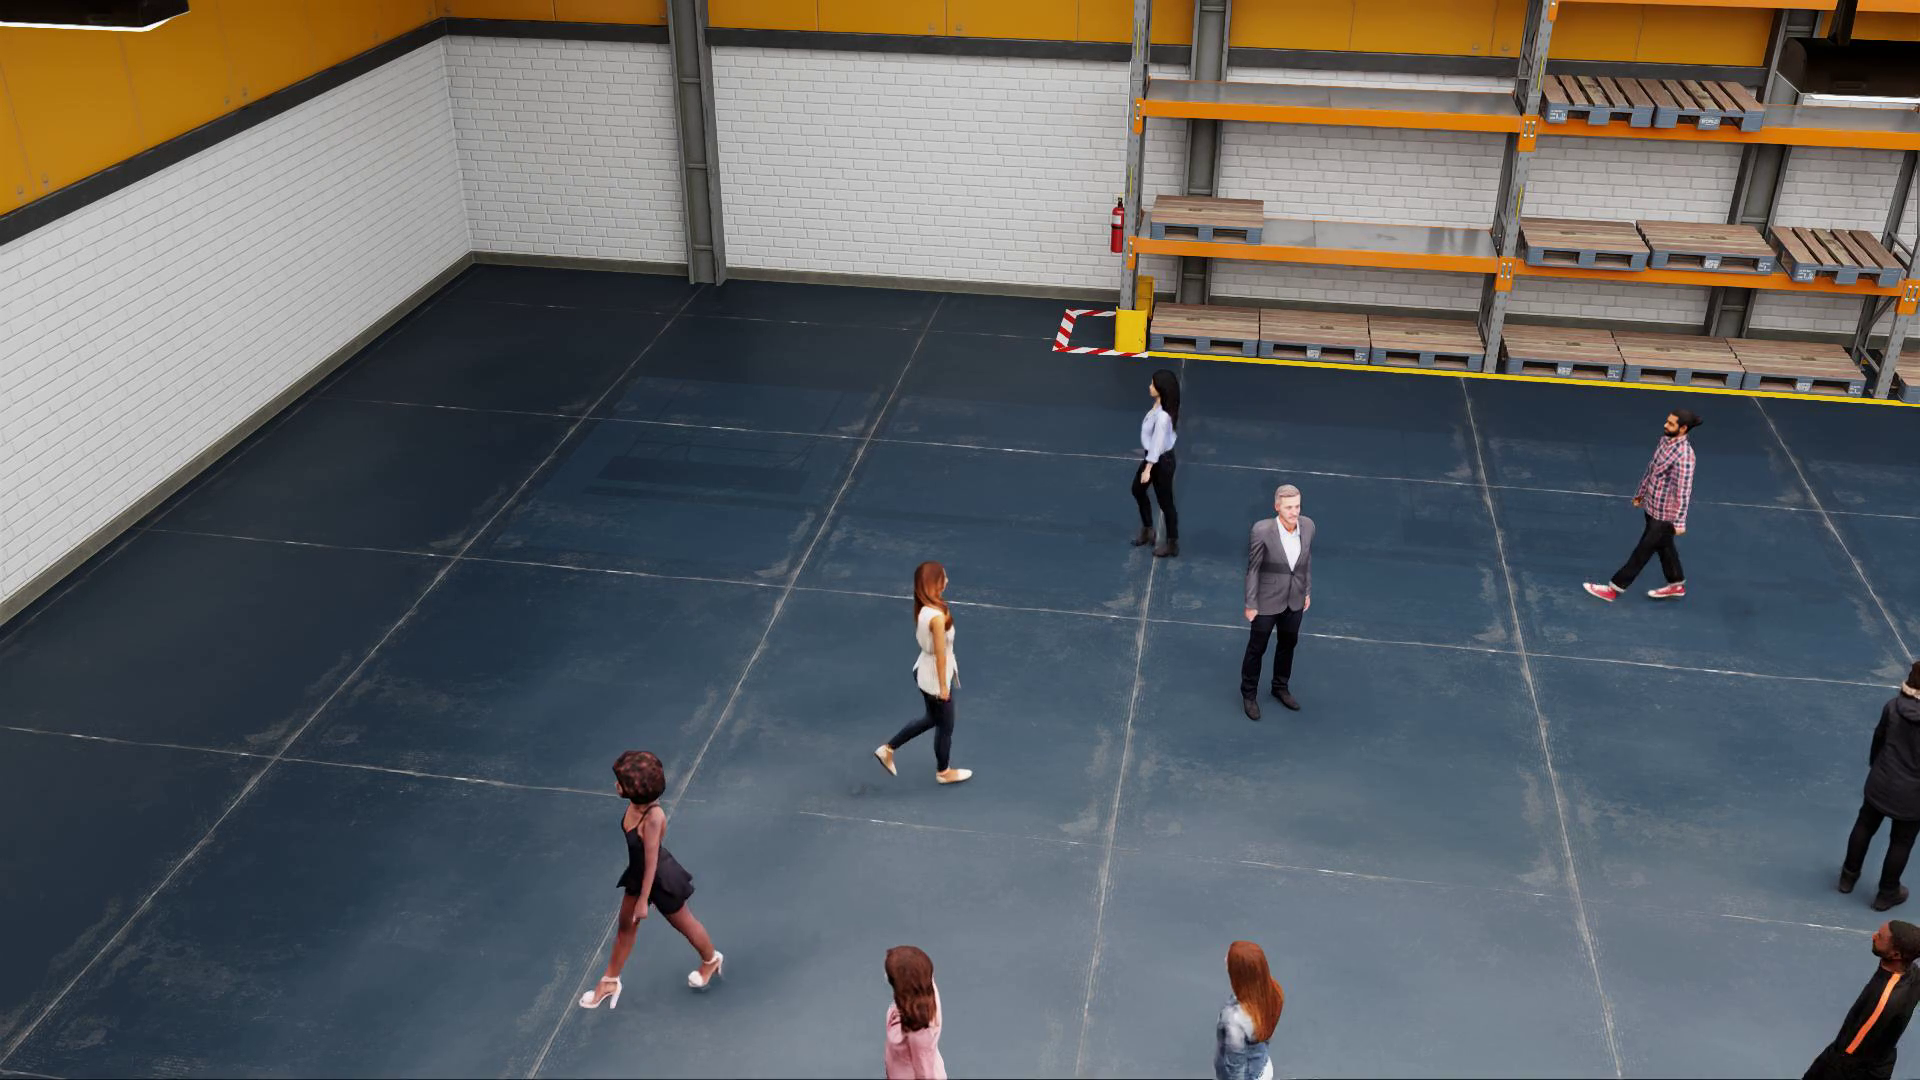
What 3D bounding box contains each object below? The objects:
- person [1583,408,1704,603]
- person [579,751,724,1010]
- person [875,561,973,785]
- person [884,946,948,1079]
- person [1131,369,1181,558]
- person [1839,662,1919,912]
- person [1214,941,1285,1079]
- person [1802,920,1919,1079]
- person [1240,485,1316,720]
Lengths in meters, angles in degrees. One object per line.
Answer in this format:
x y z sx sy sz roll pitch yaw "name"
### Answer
5.770 -0.244 13.462 1.129 1.726 0.776 2 29 4 "person"
-1.646 1.935 9.453 1.140 1.739 1.001 -14 32 -24 "person"
-0.255 0.943 11.239 0.998 1.771 0.816 -7 29 -12 "person"
-0.200 2.655 8.066 0.608 1.802 0.666 -2 29 -4 "person"
1.799 -0.622 14.149 0.697 1.730 0.678 1 29 3 "person"
5.795 1.491 10.224 0.785 1.779 0.722 -19 34 -31 "person"
1.471 2.679 8.153 1.127 1.677 0.893 19 34 30 "person"
4.492 2.623 8.131 0.751 1.797 0.731 20 34 32 "person"
2.323 0.418 12.127 0.748 1.841 0.875 -11 30 -19 "person"
